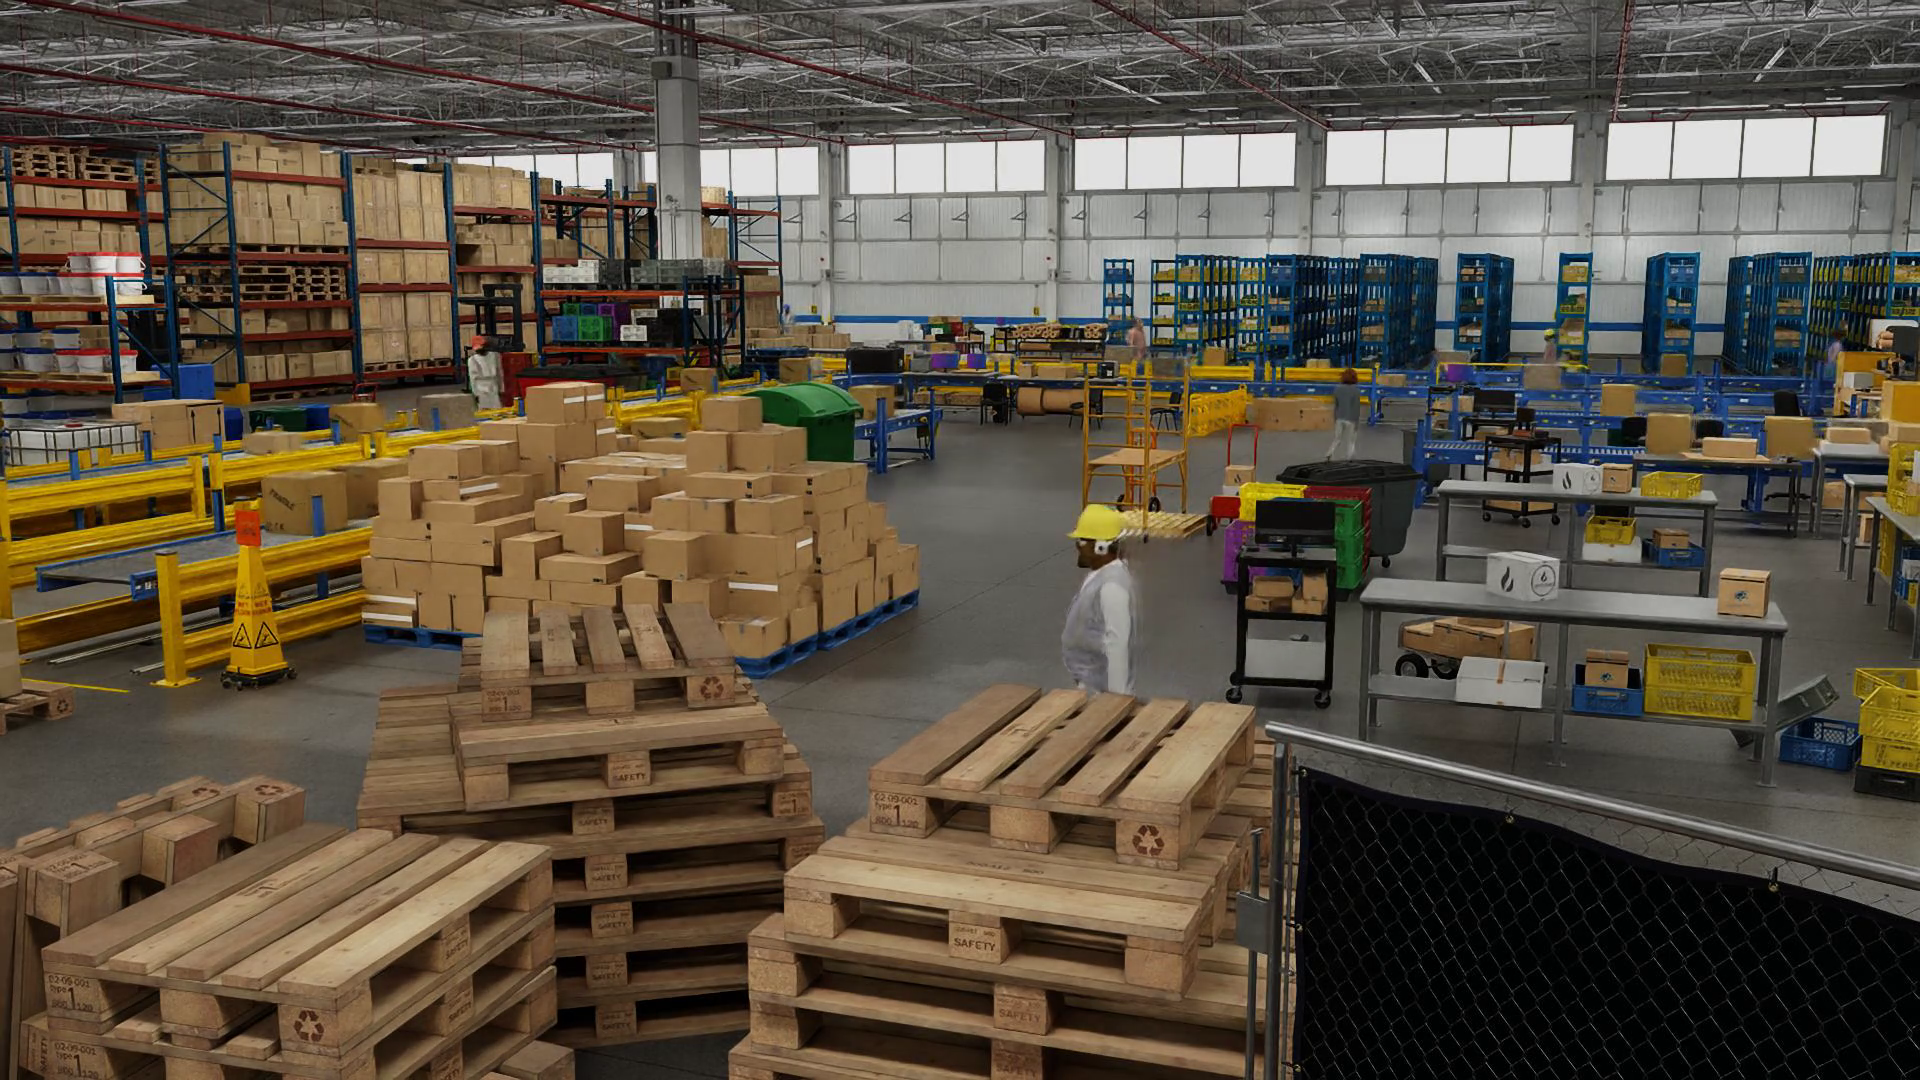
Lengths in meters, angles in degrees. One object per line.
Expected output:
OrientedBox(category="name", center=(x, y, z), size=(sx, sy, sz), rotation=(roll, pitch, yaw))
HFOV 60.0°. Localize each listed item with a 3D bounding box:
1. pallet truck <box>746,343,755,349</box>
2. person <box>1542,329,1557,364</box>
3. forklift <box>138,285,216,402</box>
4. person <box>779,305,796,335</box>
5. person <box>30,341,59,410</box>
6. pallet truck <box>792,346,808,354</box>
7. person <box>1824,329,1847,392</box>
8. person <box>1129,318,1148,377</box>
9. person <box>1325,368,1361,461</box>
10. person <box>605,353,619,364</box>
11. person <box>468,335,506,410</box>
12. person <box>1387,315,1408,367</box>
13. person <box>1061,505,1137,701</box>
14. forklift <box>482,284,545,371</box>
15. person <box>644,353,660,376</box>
OrientedBox(category="pallet truck", center=(-6.183, -4.618, 44.264), size=(1.601, 1.201, 0.680), rotation=(-9, 12, -43))
OrientedBox(category="person", center=(14.193, -4.238, 40.297), size=(0.877, 1.717, 0.547), rotation=(6, 11, 35))
OrientedBox(category="forklift", center=(-17.480, -4.200, 36.461), size=(1.873, 2.768, 1.129), rotation=(3, 10, 19))
OrientedBox(category="person", center=(-6.618, -7.985, 63.272), size=(0.657, 1.900, 0.961), rotation=(5, 10, 28))
OrientedBox(category="person", center=(-17.984, -3.030, 32.642), size=(0.538, 1.748, 0.491), rotation=(-2, 9, -11))
OrientedBox(category="pallet truck", center=(-3.705, -4.298, 42.022), size=(0.653, 1.274, 1.630), rotation=(3, 10, 20))
OrientedBox(category="person", center=(20.056, -3.936, 38.171), size=(0.913, 1.819, 0.579), rotation=(6, 11, 32))
OrientedBox(category="person", center=(4.886, -5.068, 44.998), size=(0.557, 1.887, 0.673), rotation=(6, 11, 35))
OrientedBox(category="person", center=(5.934, -1.849, 25.671), size=(0.654, 1.610, 0.506), rotation=(-9, 13, -44))
OrientedBox(category="person", center=(-10.957, -6.119, 52.047), size=(0.534, 1.745, 0.583), rotation=(3, 10, 21))
OrientedBox(category="person", center=(-8.316, -2.606, 29.284), size=(0.637, 1.996, 0.399), rotation=(-8, 12, -41))
OrientedBox(category="person", center=(13.516, -6.195, 51.717), size=(0.869, 2.017, 0.619), rotation=(3, 10, 21))
OrientedBox(category="person", center=(0.737, 0.711, 8.957), size=(0.424, 1.819, 0.596), rotation=(1, 9, 5))
OrientedBox(category="forklift", center=(-10.832, -4.702, 39.610), size=(1.129, 2.768, 1.873), rotation=(3, 10, 20))
OrientedBox(category="person", center=(-8.050, -4.841, 43.866), size=(0.602, 1.811, 0.787), rotation=(1, 9, 8))
